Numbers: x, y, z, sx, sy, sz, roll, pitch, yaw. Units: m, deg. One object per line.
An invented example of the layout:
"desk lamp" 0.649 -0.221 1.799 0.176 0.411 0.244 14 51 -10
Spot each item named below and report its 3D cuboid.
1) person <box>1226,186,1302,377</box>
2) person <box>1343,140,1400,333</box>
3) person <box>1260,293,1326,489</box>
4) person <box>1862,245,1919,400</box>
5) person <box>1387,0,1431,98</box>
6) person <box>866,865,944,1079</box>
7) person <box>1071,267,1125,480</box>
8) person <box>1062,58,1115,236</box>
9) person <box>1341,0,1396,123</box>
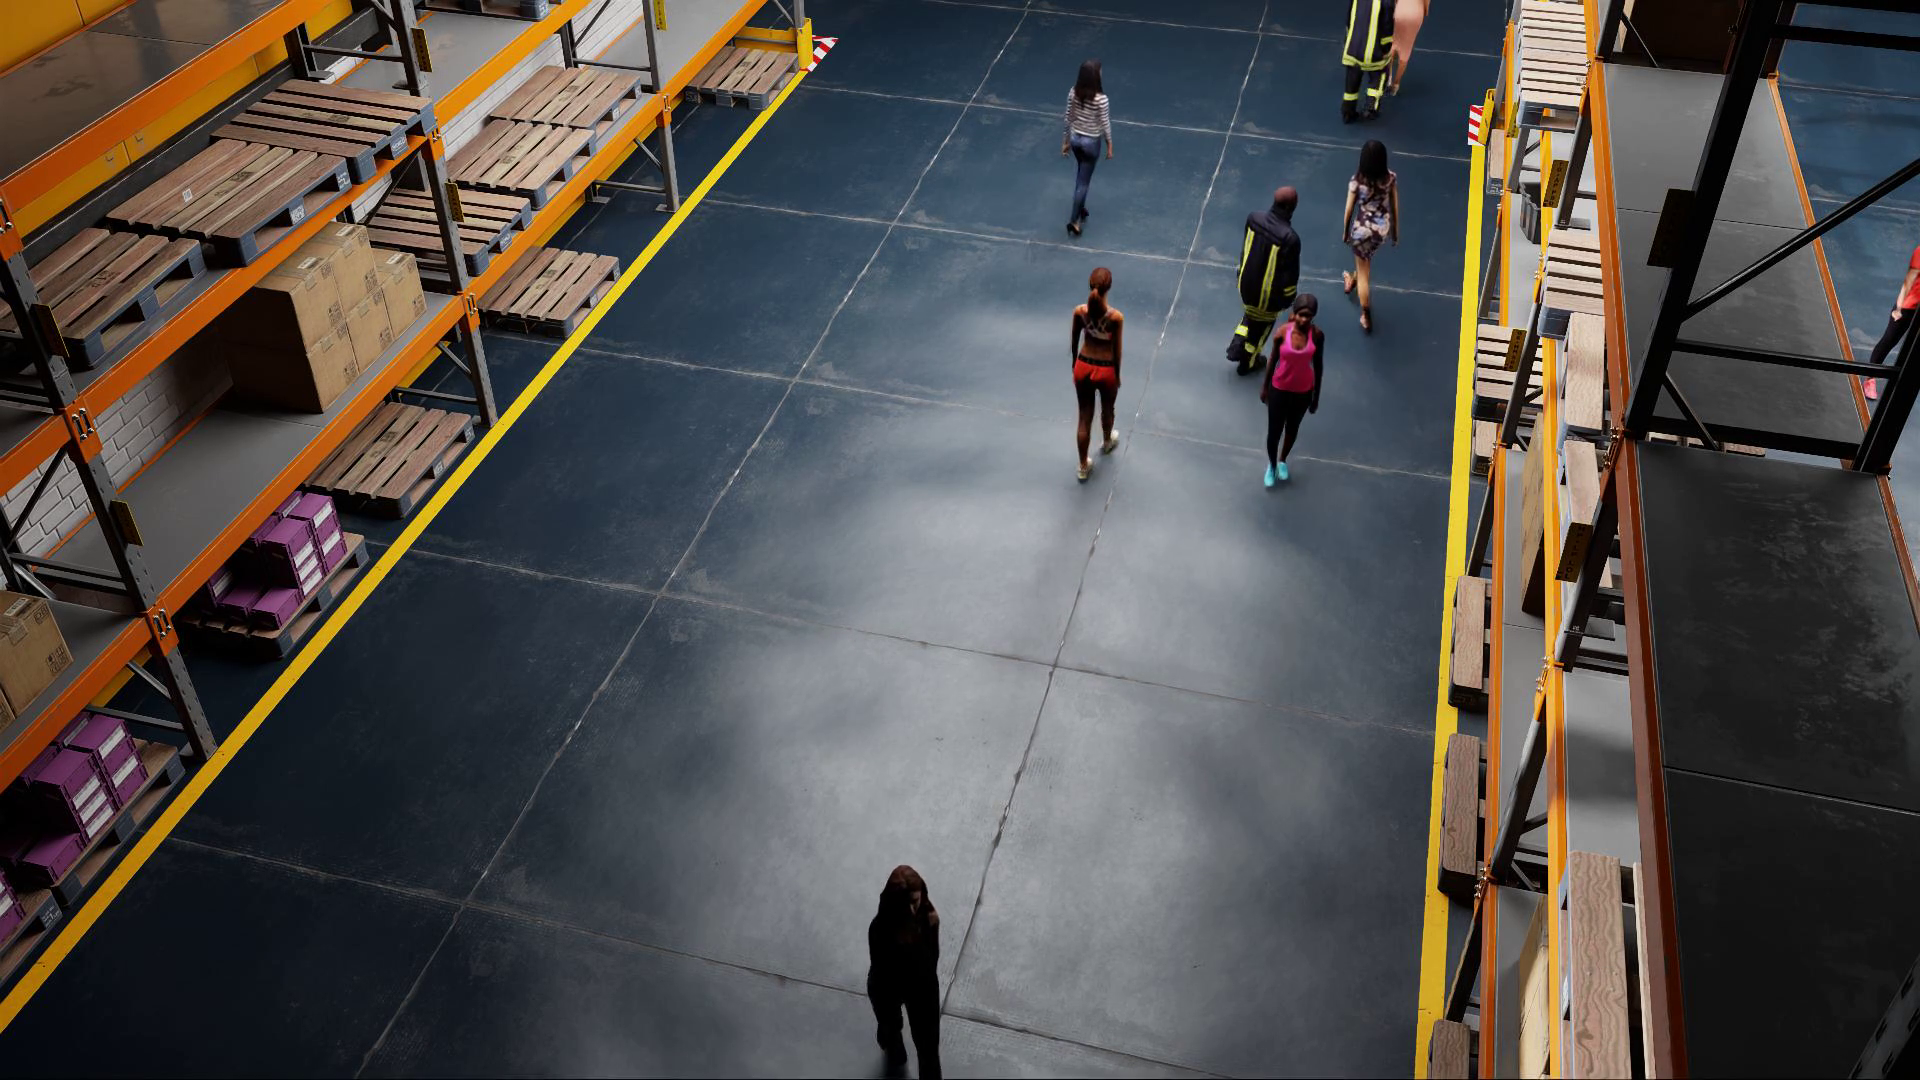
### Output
"person" 2.537 -2.158 14.118 1.009 1.803 0.956 -29 47 -31
"person" 3.670 -2.666 14.847 0.965 1.687 1.204 -4 39 -5
"person" 2.591 -1.220 13.019 0.642 1.708 0.672 3 39 4
"person" 8.048 -1.966 13.965 0.652 1.694 0.629 -2 39 -2
"person" 5.055 -5.886 18.774 0.591 1.818 0.619 11 40 13
"person" -0.335 2.249 8.682 0.957 1.702 1.149 -11 40 -14
"person" 1.032 -1.248 13.008 0.656 1.766 0.917 13 40 16
"person" 1.167 -3.760 16.148 0.743 1.773 0.844 25 45 28
"person" 4.417 -5.431 18.181 0.915 1.848 0.930 30 47 32
